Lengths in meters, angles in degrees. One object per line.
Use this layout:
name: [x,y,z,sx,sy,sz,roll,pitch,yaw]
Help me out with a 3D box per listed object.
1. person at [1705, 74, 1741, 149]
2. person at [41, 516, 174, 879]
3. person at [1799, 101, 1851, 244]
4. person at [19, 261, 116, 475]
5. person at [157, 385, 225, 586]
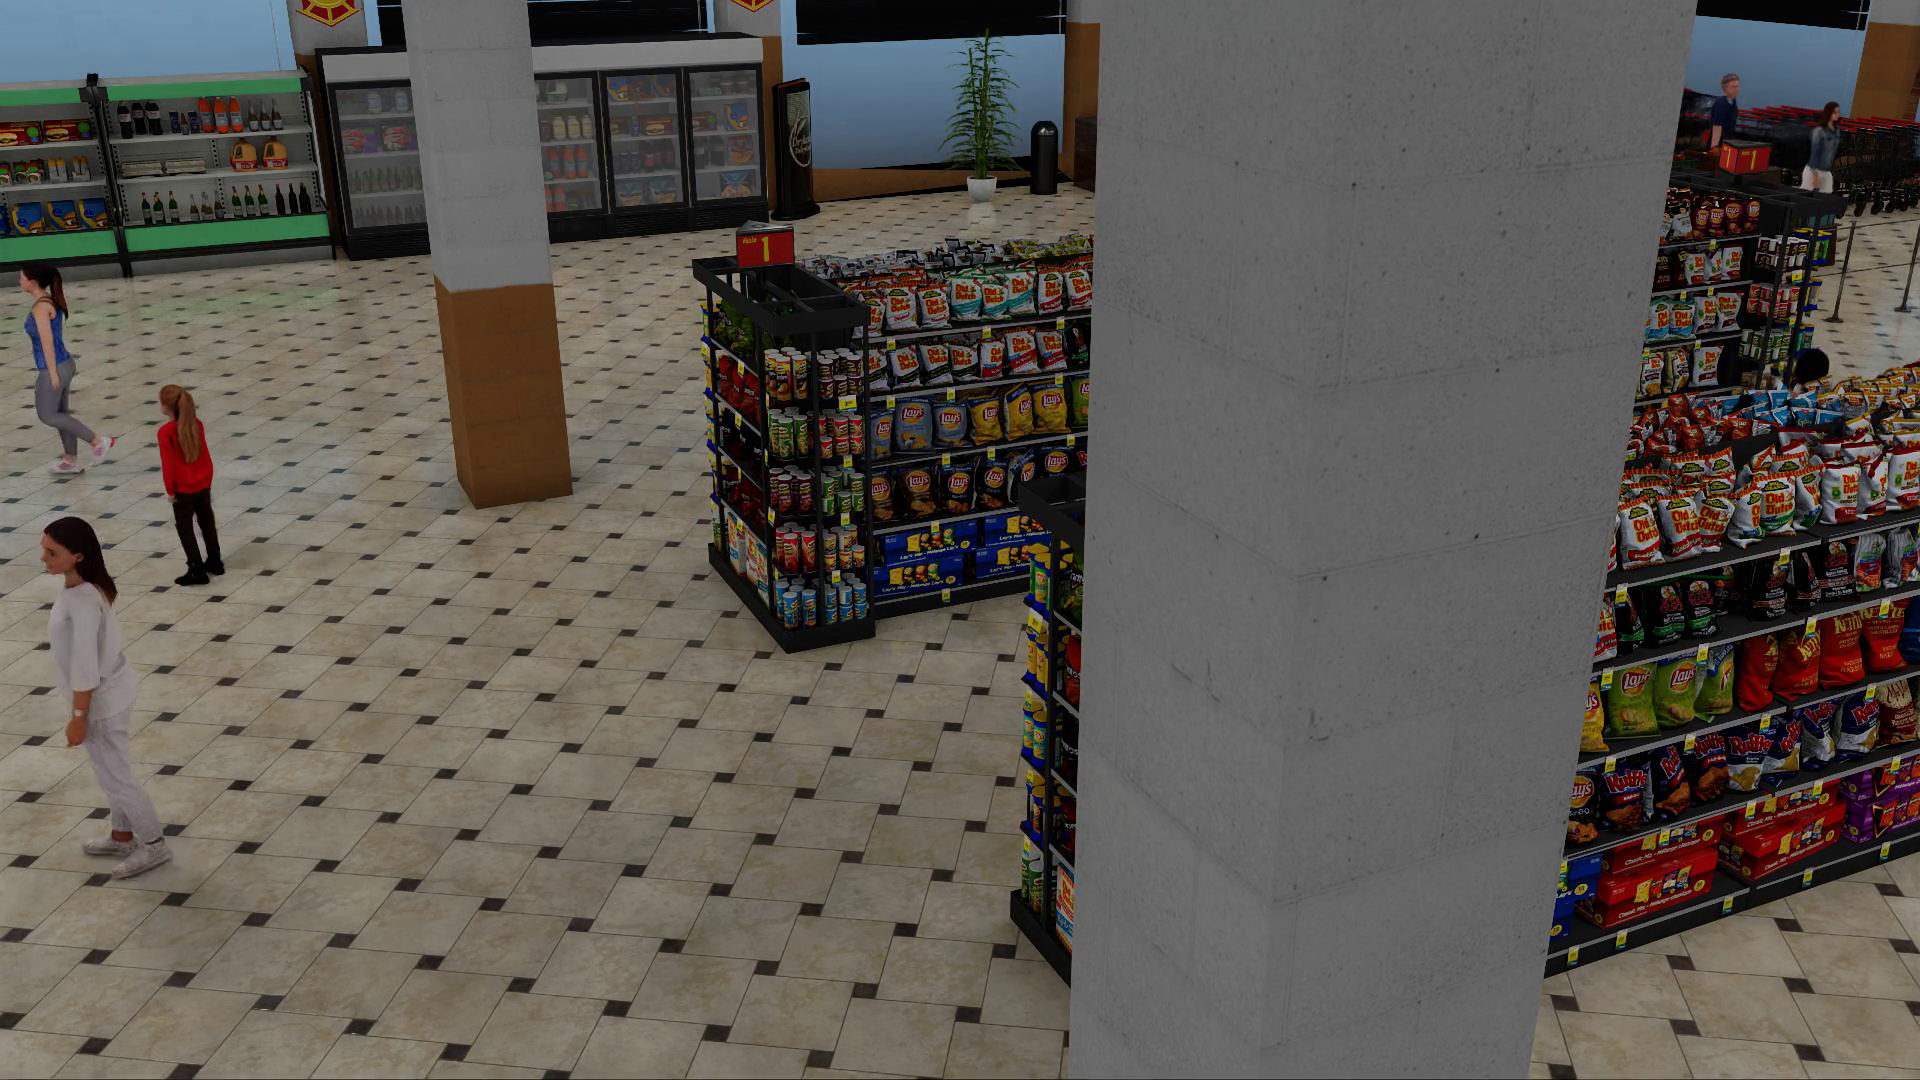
person: [9.510,-4.953,21.081,1.045,1.840,1.141,16,27,34]
person: [-3.760,0.681,7.271,0.582,1.684,0.634,-7,23,-17]
person: [10.166,-4.374,19.896,1.065,1.649,0.721,-11,25,-26]
person: [-6.563,-1.244,12.178,0.817,1.598,0.665,-4,22,-10]
person: [-4.795,-0.353,10.382,0.663,1.283,0.600,9,24,22]
